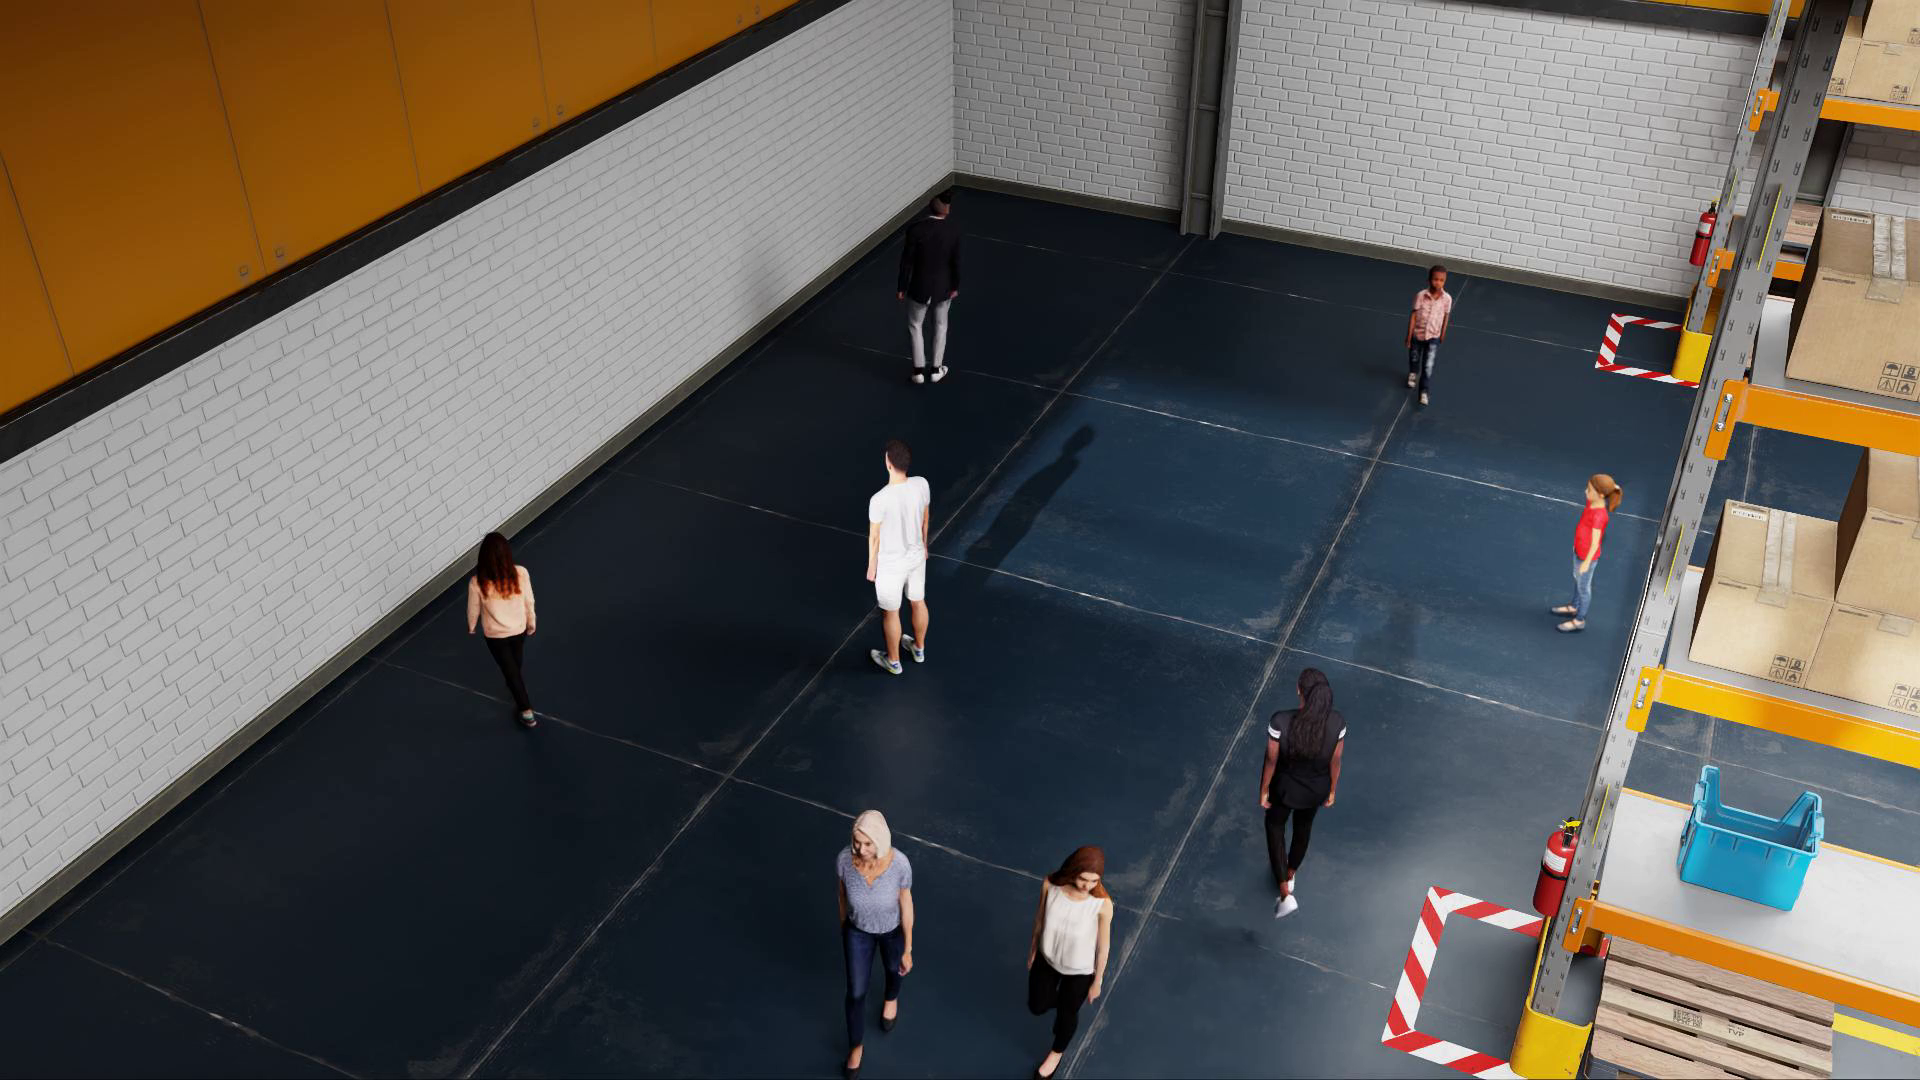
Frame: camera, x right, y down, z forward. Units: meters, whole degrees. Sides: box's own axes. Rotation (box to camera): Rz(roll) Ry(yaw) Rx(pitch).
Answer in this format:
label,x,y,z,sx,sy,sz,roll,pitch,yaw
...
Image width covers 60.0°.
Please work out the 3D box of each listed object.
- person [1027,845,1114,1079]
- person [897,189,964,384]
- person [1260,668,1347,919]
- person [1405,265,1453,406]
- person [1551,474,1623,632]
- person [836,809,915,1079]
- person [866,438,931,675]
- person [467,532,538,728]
label,x,y,z,sx,sy,sz,roll,pitch,yaw
person,0.610,2.189,8.836,0.722,1.697,0.724,21,39,29
person,-0.240,-2.341,15.466,0.868,1.902,0.963,-15,36,-21
person,2.021,1.527,9.815,0.967,1.716,0.909,0,34,0
person,4.323,-1.950,15.446,0.869,1.272,0.652,9,35,13
person,4.664,0.086,12.349,0.545,1.309,0.538,5,34,7
person,-0.427,2.039,9.061,0.903,1.696,0.825,2,34,3
person,-0.422,0.119,11.808,0.748,1.854,0.719,-25,41,-33
person,-3.079,0.651,11.373,0.833,1.448,0.990,-23,40,-31
